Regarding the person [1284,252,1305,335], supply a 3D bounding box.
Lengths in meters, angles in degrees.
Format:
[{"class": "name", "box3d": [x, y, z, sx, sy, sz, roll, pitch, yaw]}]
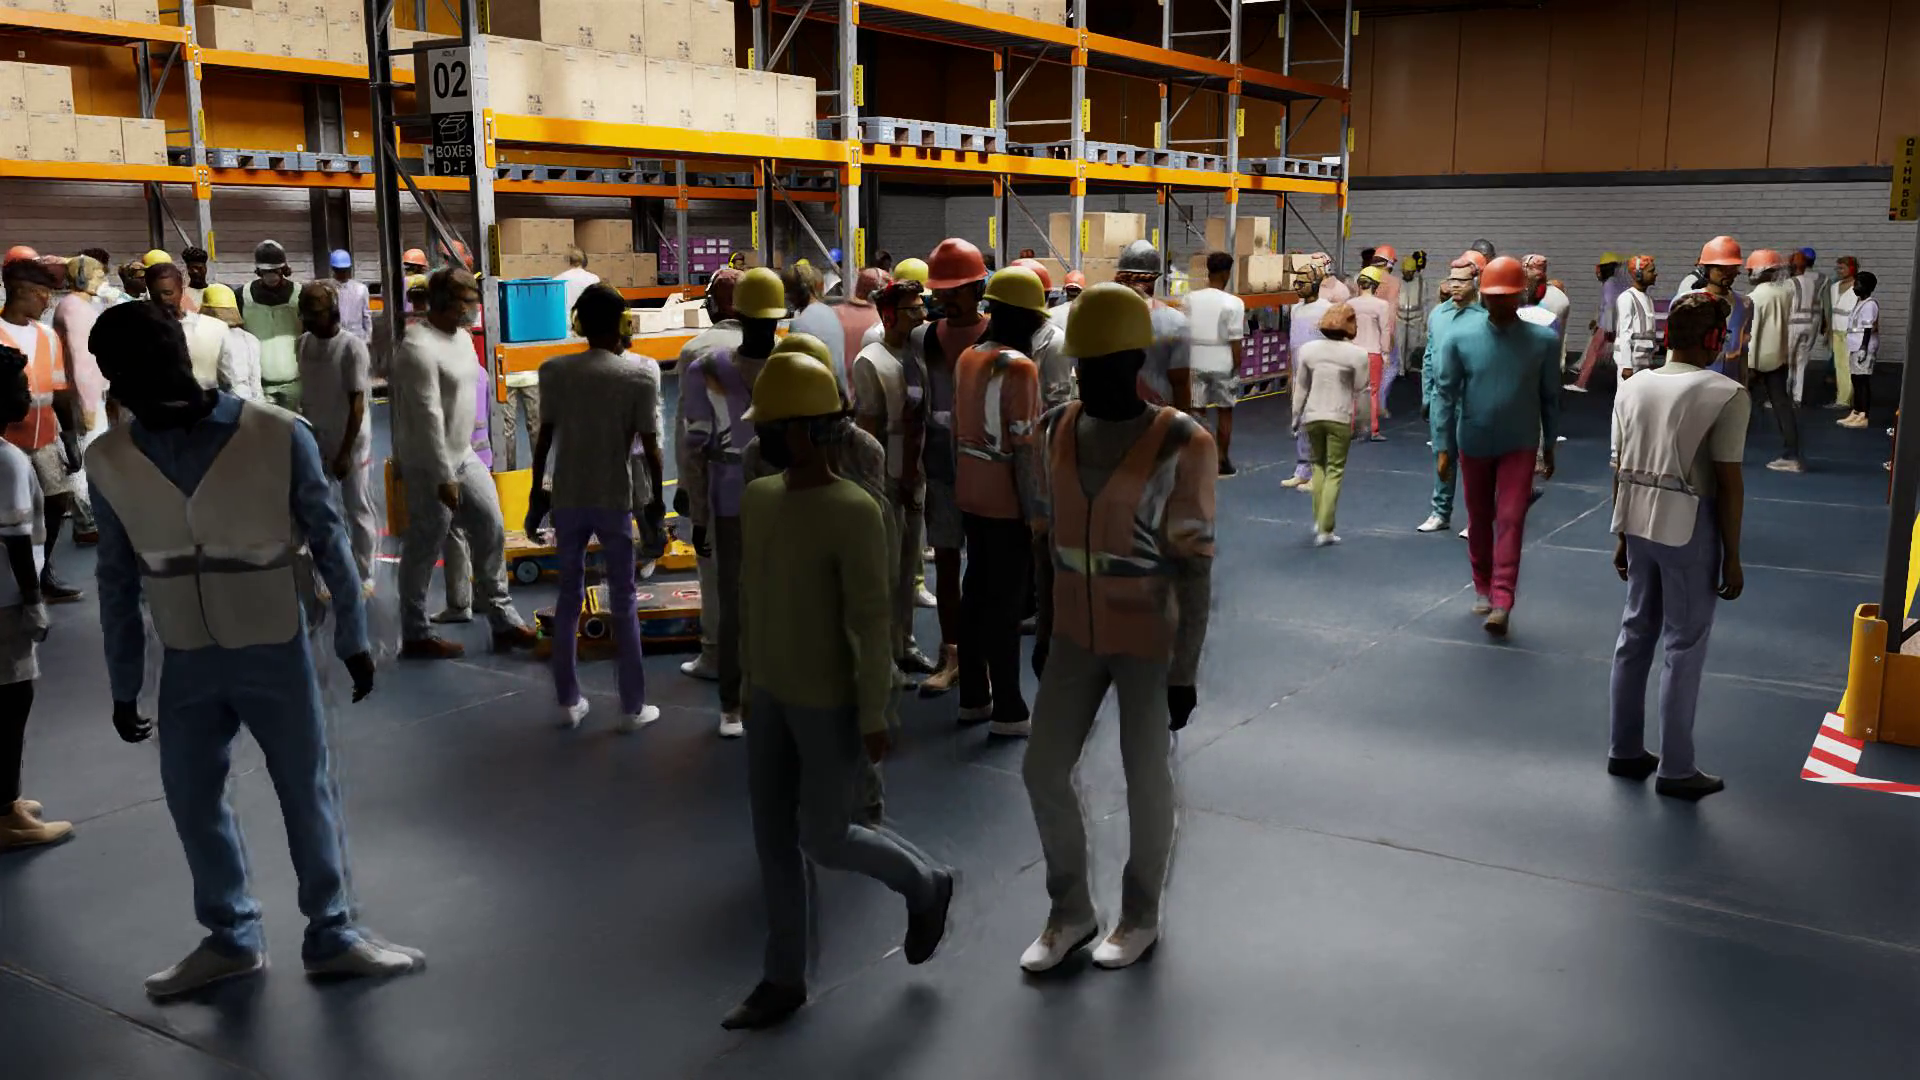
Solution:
[{"class": "person", "box3d": [5.090, -3.507, 25.641, 0.446, 1.844, 0.545, 3, 11, 14]}]

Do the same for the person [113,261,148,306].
[{"class": "person", "box3d": [-7.084, -1.472, 14.326, 0.328, 1.844, 0.511, -2, 10, -10]}]

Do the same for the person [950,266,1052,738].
[{"class": "person", "box3d": [0.178, -0.153, 6.828, 0.392, 1.916, 0.587, -5, 11, -27]}]

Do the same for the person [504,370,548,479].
[{"class": "person", "box3d": [-3.658, -1.268, 13.776, 0.517, 1.636, 0.313, -3, 11, -15]}]

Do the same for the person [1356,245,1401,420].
[{"class": "person", "box3d": [4.715, -2.328, 18.743, 0.548, 1.960, 0.635, -6, 12, -32]}]

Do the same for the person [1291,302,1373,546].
[{"class": "person", "box3d": [2.519, -0.783, 11.143, 0.527, 1.612, 0.572, 8, 13, 37]}]

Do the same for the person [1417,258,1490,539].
[{"class": "person", "box3d": [3.421, -0.966, 11.391, 0.399, 1.900, 0.646, -8, 13, -38]}]

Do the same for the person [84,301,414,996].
[{"class": "person", "box3d": [-1.872, 0.306, 4.428, 0.751, 1.876, 0.379, -1, 10, -6]}]

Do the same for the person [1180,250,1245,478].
[{"class": "person", "box3d": [2.098, -1.464, 14.013, 0.628, 1.943, 0.724, 7, 12, 33]}]

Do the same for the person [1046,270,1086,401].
[{"class": "person", "box3d": [1.020, -1.538, 14.945, 0.571, 1.751, 0.329, 0, 10, 2]}]

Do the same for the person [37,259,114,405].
[{"class": "person", "box3d": [-6.891, -1.237, 12.872, 0.584, 1.895, 0.548, 2, 11, 14]}]

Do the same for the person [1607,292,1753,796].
[{"class": "person", "box3d": [2.611, 0.017, 6.111, 0.393, 1.836, 0.560, -4, 11, -23]}]

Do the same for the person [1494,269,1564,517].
[{"class": "person", "box3d": [4.200, -1.089, 12.296, 0.917, 1.802, 0.601, -7, 13, -35]}]

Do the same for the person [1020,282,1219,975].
[{"class": "person", "box3d": [0.384, 0.270, 4.493, 0.609, 1.904, 0.627, 8, 13, 36]}]

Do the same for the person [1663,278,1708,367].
[{"class": "person", "box3d": [7.107, -1.704, 16.083, 0.547, 1.671, 0.680, 2, 10, 12]}]

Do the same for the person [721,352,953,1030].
[{"class": "person", "box3d": [-0.343, 0.382, 4.326, 0.598, 1.751, 0.529, -9, 14, -42]}]

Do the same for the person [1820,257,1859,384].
[{"class": "person", "box3d": [12.244, -3.020, 23.063, 0.505, 1.803, 0.963, 0, 10, 2]}]

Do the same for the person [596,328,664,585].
[{"class": "person", "box3d": [-1.953, -0.510, 9.611, 0.532, 1.616, 0.659, 1, 10, 3]}]

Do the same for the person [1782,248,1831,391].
[{"class": "person", "box3d": [11.405, -2.966, 22.420, 0.633, 1.899, 0.942, 8, 13, 37]}]

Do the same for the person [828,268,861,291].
[{"class": "person", "box3d": [-1.143, -2.195, 18.179, 0.597, 1.909, 0.393, 0, 10, 1]}]

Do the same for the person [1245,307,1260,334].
[{"class": "person", "box3d": [5.307, -4.268, 30.237, 0.321, 1.694, 0.529, 5, 11, 26]}]

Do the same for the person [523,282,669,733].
[{"class": "person", "box3d": [-1.504, -0.121, 6.832, 0.621, 1.857, 0.378, 0, 10, -3]}]

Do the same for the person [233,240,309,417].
[{"class": "person", "box3d": [-5.297, -1.313, 12.906, 0.679, 2.000, 0.537, -3, 11, -18]}]

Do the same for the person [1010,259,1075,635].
[{"class": "person", "box3d": [0.359, -0.476, 8.587, 0.387, 1.929, 0.544, -5, 11, -26]}]

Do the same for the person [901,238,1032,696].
[{"class": "person", "box3d": [0.011, -0.293, 7.306, 0.612, 2.029, 0.407, 4, 11, 20]}]

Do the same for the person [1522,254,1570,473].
[{"class": "person", "box3d": [4.923, -1.507, 14.377, 0.644, 1.900, 0.399, -5, 11, -24]}]

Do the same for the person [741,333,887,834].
[{"class": "person", "box3d": [-0.480, 0.196, 5.408, 0.491, 1.732, 0.324, 2, 11, 13]}]

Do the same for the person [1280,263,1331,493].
[{"class": "person", "box3d": [2.815, -1.297, 13.403, 0.341, 1.838, 0.501, -5, 12, -28]}]

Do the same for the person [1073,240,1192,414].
[{"class": "person", "box3d": [0.993, -0.650, 9.231, 0.684, 2.000, 0.535, 6, 12, 32]}]

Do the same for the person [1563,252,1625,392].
[{"class": "person", "box3d": [8.615, -2.862, 21.992, 1.045, 1.874, 0.586, 8, 13, 39]}]

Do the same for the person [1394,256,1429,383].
[{"class": "person", "box3d": [6.409, -3.174, 23.895, 0.599, 1.802, 0.746, 2, 10, 9]}]

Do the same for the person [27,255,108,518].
[{"class": "person", "box3d": [-6.560, -1.114, 12.170, 0.407, 1.910, 0.639, 7, 12, 33]}]

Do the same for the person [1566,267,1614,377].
[{"class": "person", "box3d": [9.506, -3.265, 24.672, 0.936, 1.694, 0.585, 3, 11, 14]}]
